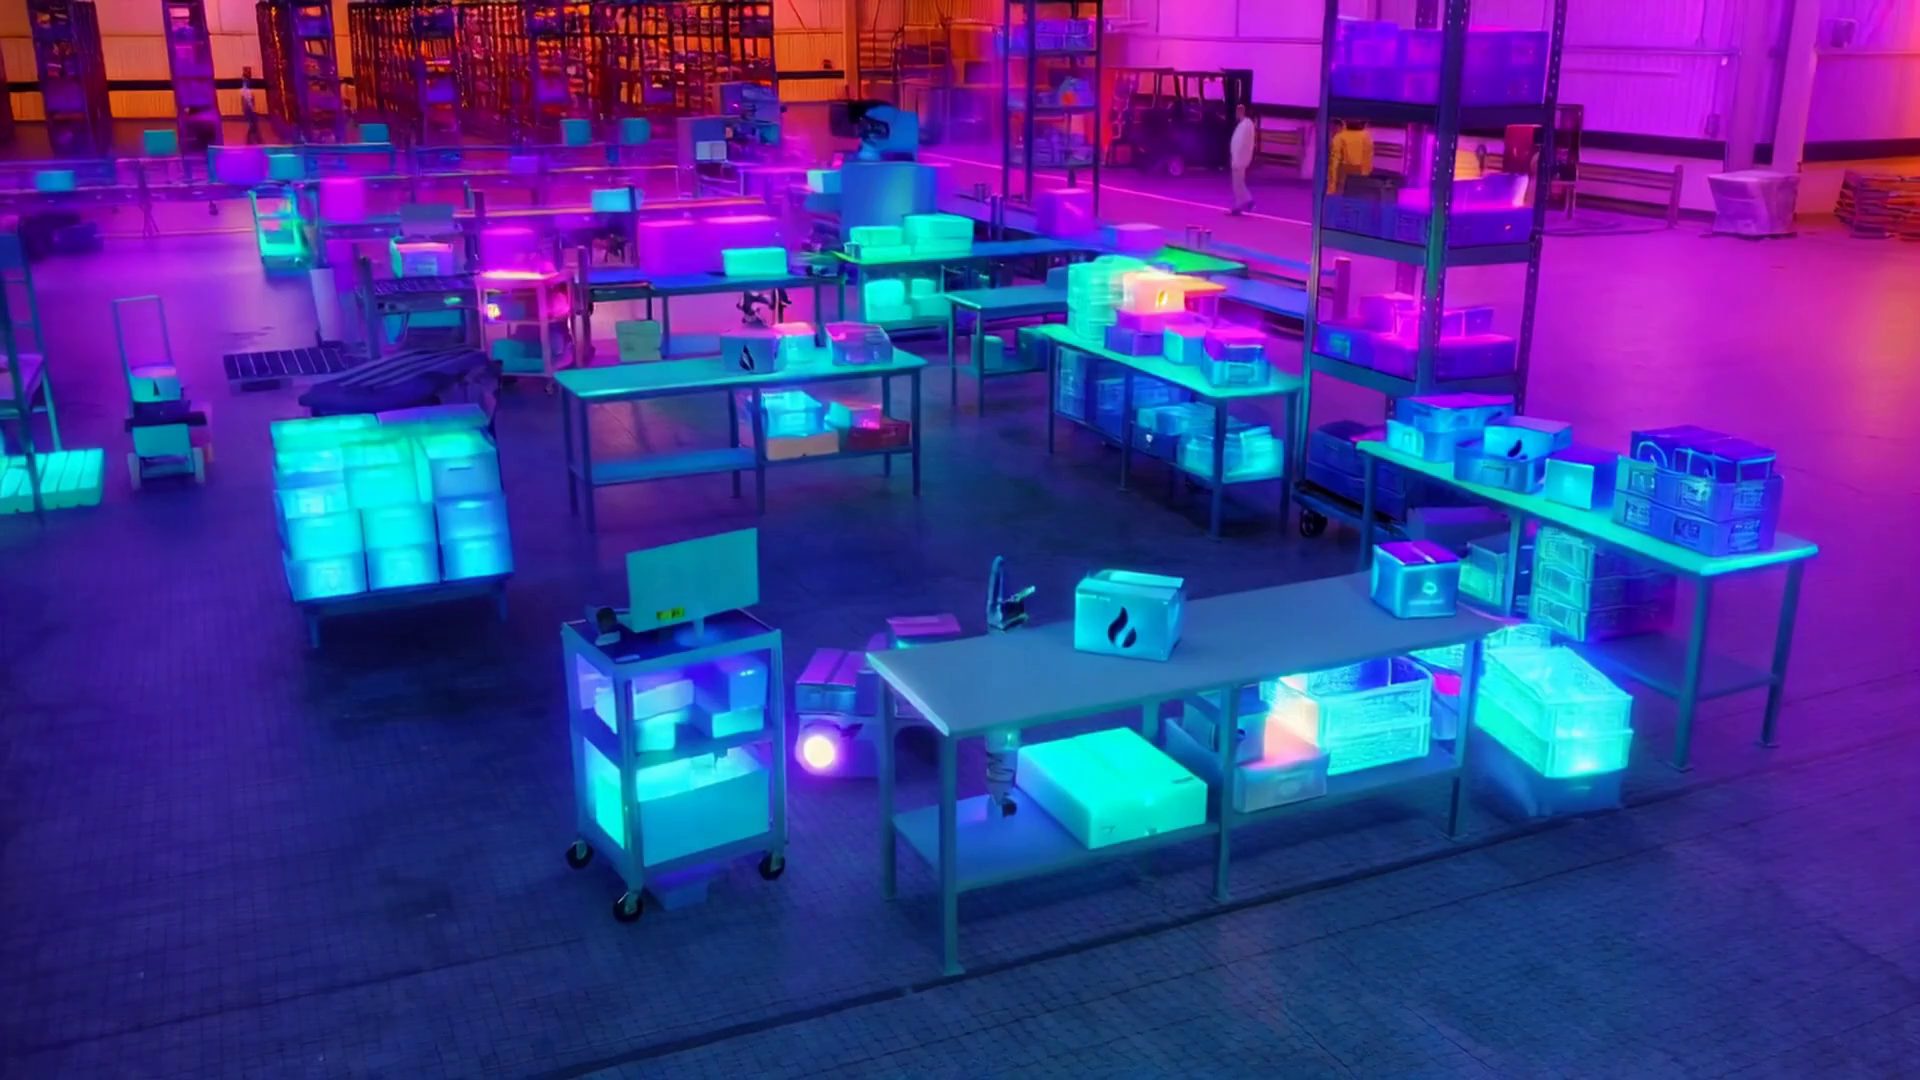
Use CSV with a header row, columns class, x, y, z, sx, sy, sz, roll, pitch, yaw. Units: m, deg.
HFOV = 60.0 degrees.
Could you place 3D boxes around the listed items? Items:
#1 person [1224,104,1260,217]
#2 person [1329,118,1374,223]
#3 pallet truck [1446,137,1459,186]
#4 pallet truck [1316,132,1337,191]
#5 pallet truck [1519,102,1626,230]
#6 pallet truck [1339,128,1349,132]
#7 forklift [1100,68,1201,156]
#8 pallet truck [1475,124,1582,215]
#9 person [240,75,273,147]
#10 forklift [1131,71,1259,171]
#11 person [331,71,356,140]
class,x,y,z,sx,sy,sz,roll,pitch,yaw
person,4.779,-6.404,28.112,0.472,1.891,0.665,10,20,30
person,5.750,-5.332,24.491,0.614,2.042,0.373,4,18,11
pallet truck,9.184,-6.485,29.328,1.630,1.274,0.653,-8,19,-23
pallet truck,7.723,-7.504,32.656,1.601,1.201,0.680,-8,19,-23
pallet truck,9.972,-6.037,26.785,1.885,1.965,0.823,-9,20,-25
pallet truck,7.845,-7.140,31.411,1.522,1.261,0.704,-9,20,-25
forklift,4.082,-9.564,37.410,2.680,1.987,1.157,-8,19,-23
pallet truck,9.707,-6.455,28.103,1.885,1.965,0.823,-7,19,-20
person,-18.133,-11.013,42.754,0.872,1.809,0.589,-4,18,-14
forklift,4.998,-8.936,35.413,2.680,1.987,1.157,-9,20,-25
person,-16.731,-11.786,45.163,0.590,1.833,0.404,-6,19,-19
